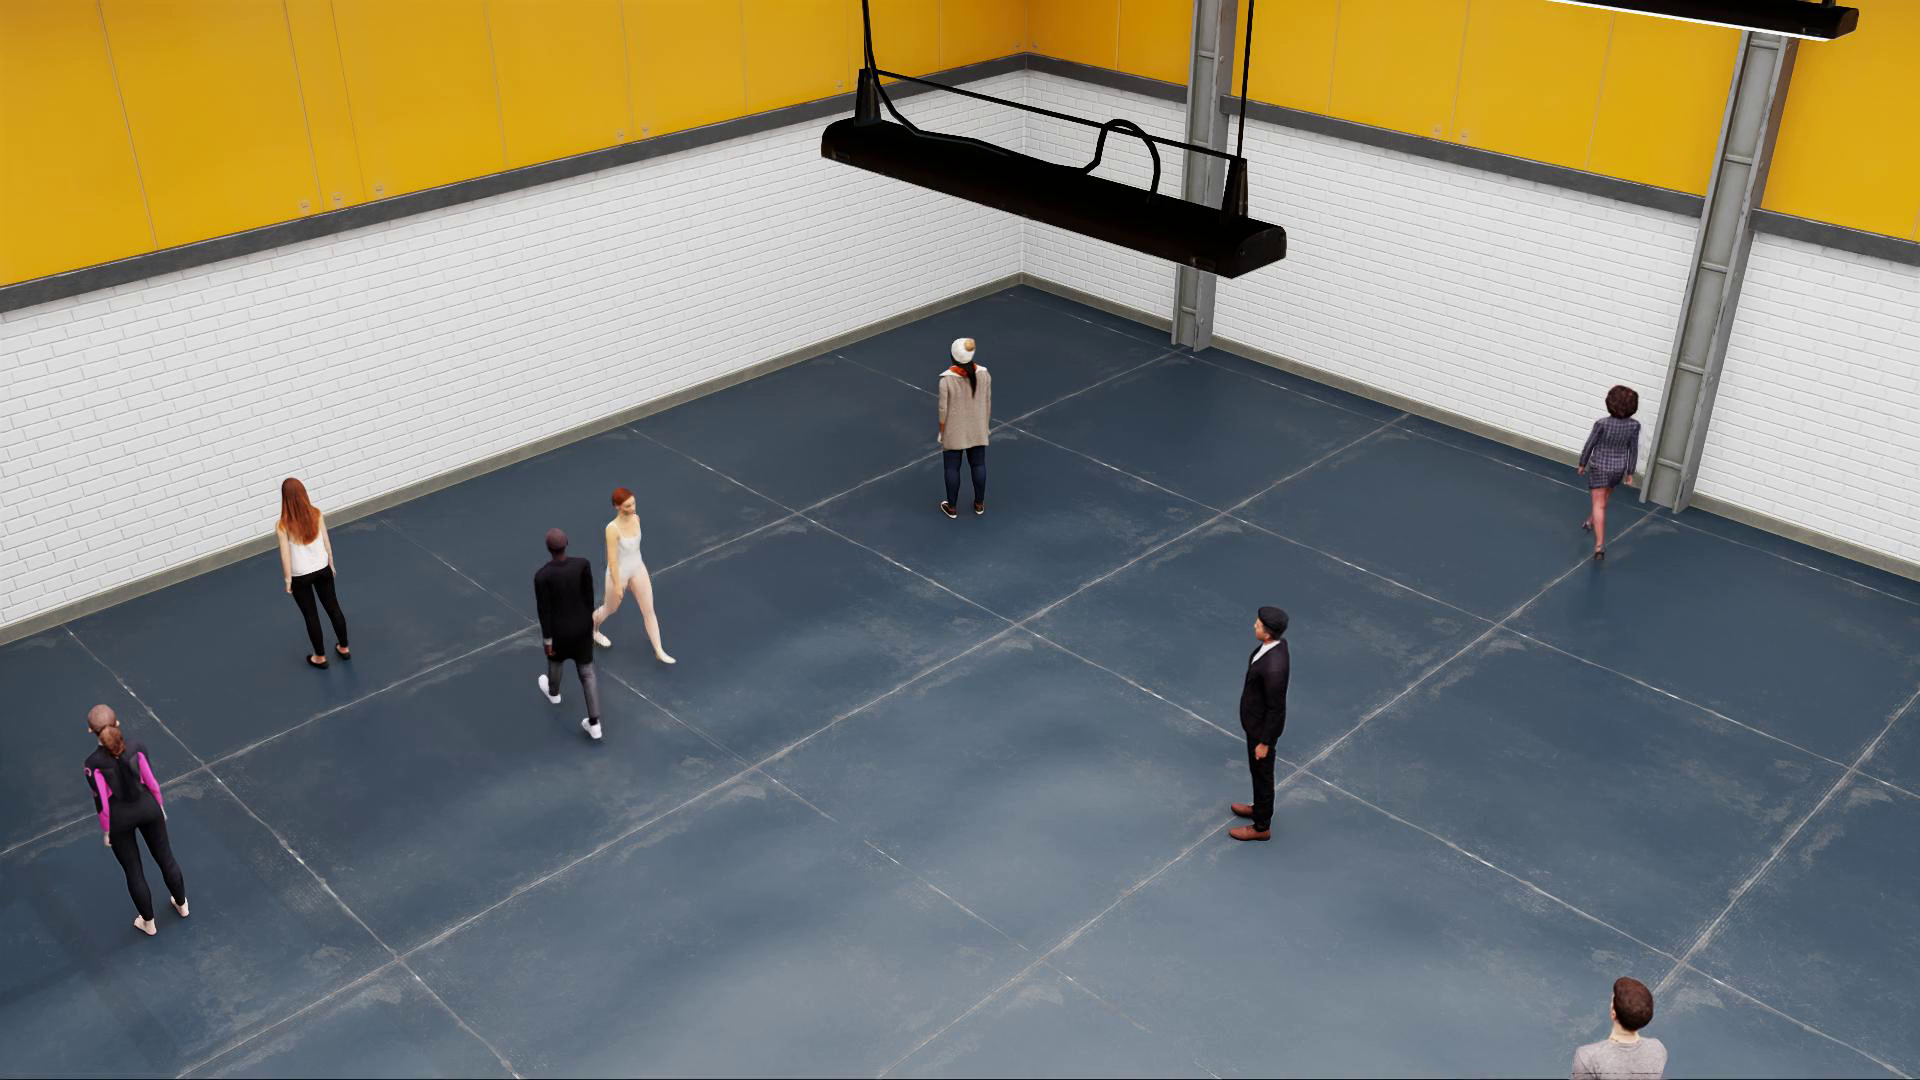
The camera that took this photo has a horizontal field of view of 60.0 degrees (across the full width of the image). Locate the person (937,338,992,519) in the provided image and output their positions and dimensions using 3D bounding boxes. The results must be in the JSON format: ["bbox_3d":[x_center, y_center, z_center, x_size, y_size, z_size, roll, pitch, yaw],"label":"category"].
[{"bbox_3d":[0.038,-1.108,16.104,0.813,1.876,0.833,-8,30,-14],"label":"person"}]

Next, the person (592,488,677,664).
[{"bbox_3d":[-2.851,0.280,13.852,1.161,1.597,0.746,16,33,27],"label":"person"}]

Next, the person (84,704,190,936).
[{"bbox_3d":[-5.414,1.815,10.876,0.553,1.752,0.546,25,37,38],"label":"person"}]

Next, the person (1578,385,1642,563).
[{"bbox_3d":[5.991,-0.580,15.365,1.052,1.659,1.091,2,29,3],"label":"person"}]

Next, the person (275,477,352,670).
[{"bbox_3d":[-5.362,0.270,13.740,0.487,1.721,0.582,25,37,38],"label":"person"}]

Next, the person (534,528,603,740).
[{"bbox_3d":[-2.977,0.758,12.852,0.783,1.716,1.170,-19,34,-31],"label":"person"}]

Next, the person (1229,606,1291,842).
[{"bbox_3d":[2.154,1.283,11.719,0.778,1.880,0.773,4,29,8],"label":"person"}]

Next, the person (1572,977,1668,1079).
[{"bbox_3d":[3.286,3.099,8.411,1.165,1.858,1.280,-3,29,-5],"label":"person"}]
